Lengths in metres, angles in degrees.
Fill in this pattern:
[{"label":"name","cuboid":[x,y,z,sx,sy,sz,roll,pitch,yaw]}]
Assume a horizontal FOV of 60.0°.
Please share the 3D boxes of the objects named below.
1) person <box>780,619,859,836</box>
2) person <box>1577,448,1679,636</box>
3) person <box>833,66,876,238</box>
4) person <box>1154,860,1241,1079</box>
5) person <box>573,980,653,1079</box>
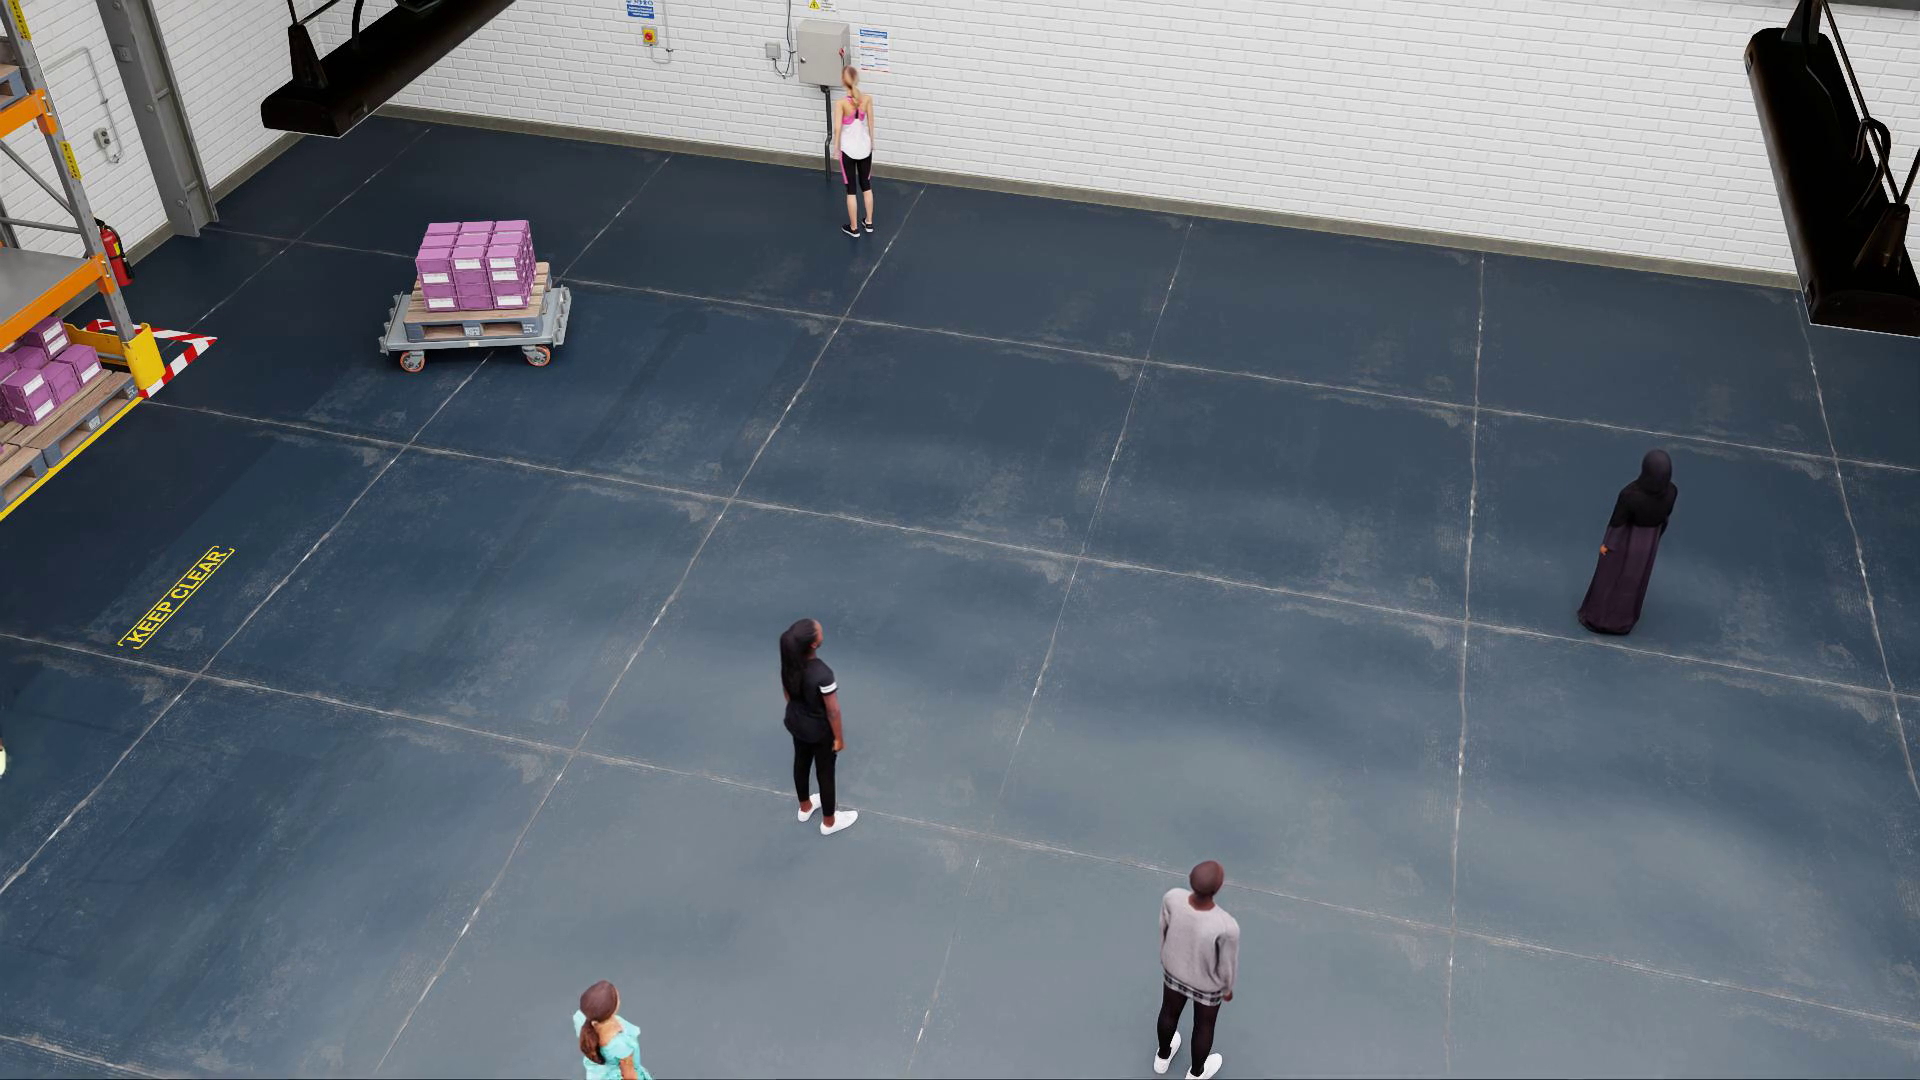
[{"label":"person","cuboid":[-0.933,1.171,10.555,0.702,1.728,0.720,30,47,32]},{"label":"person","cuboid":[4.895,0.002,12.109,0.684,1.615,0.703,-5,39,-6]},{"label":"person","cuboid":[-1.067,-3.951,16.922,0.678,1.787,0.738,-20,43,-23]},{"label":"person","cuboid":[1.270,2.352,9.042,0.683,1.772,0.655,24,44,27]},{"label":"person","cuboid":[-1.841,2.844,8.619,0.669,1.530,1.096,16,41,19]}]
